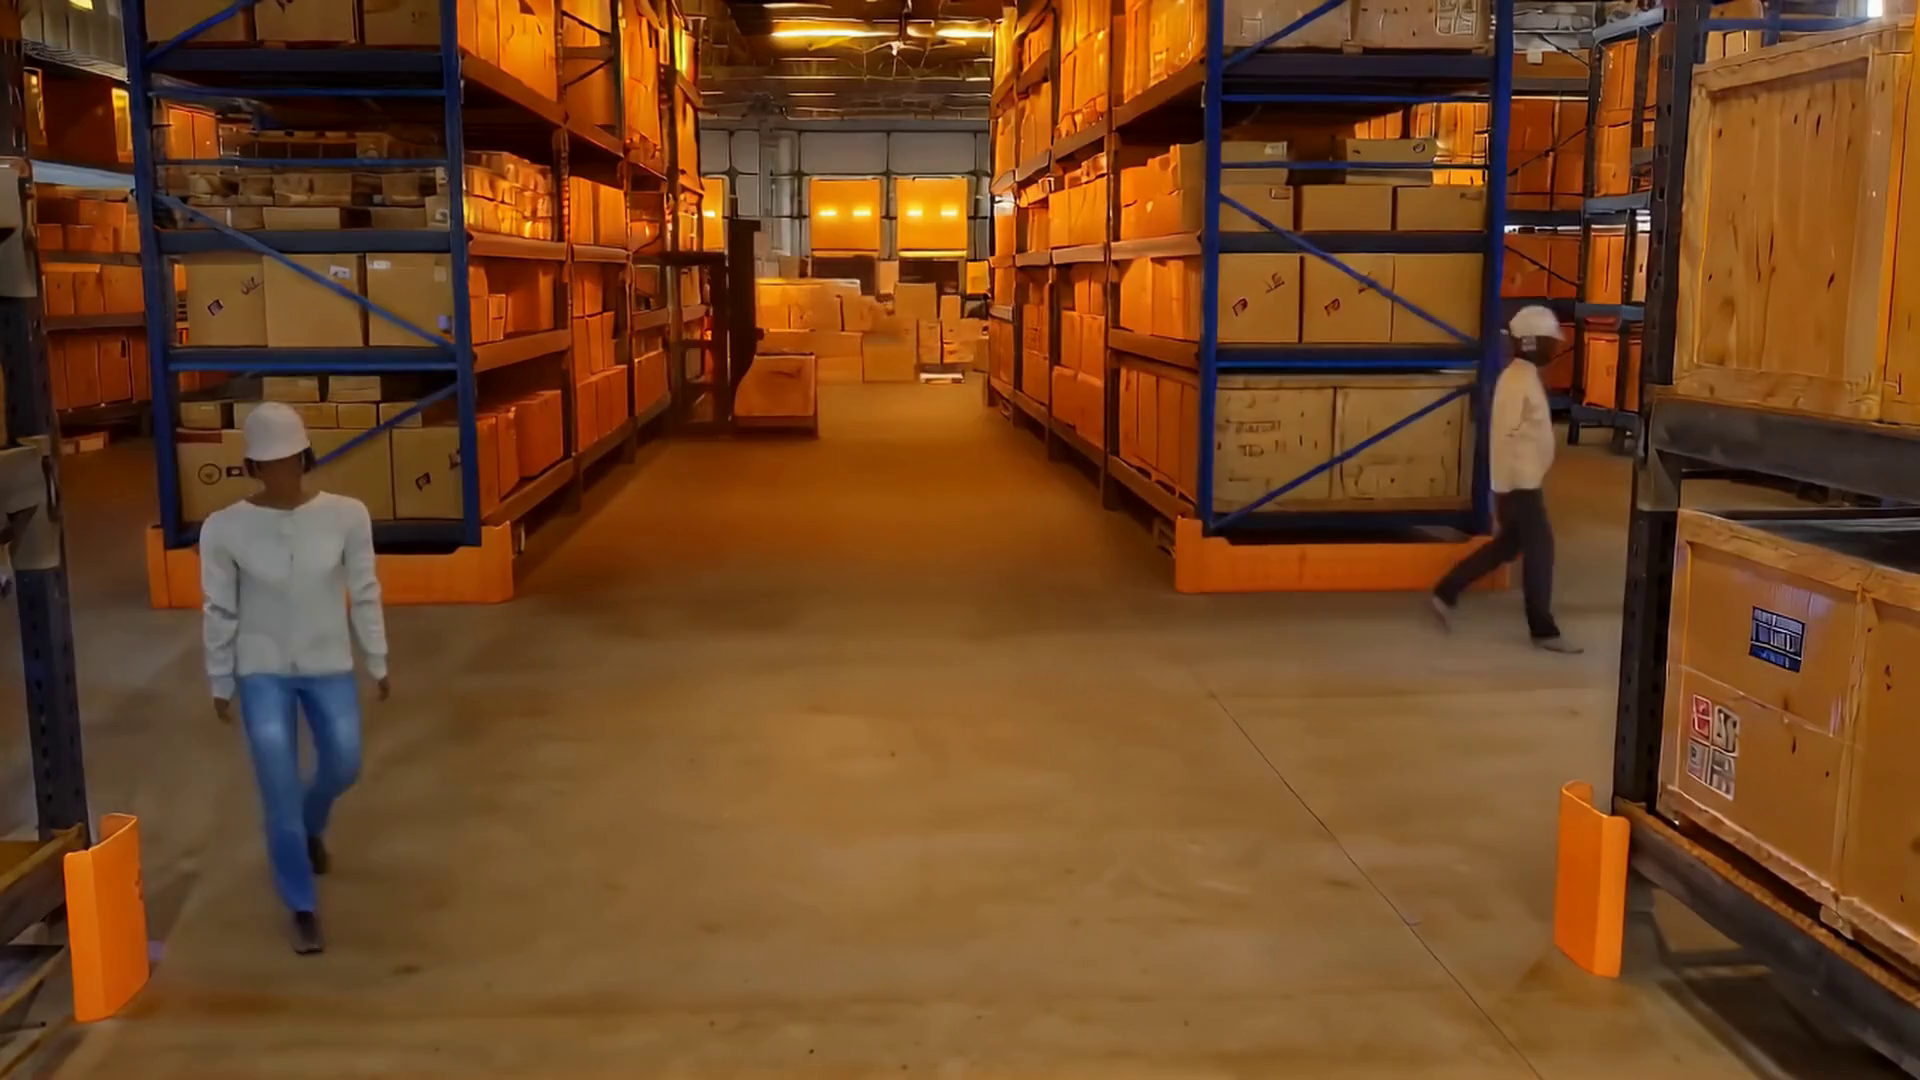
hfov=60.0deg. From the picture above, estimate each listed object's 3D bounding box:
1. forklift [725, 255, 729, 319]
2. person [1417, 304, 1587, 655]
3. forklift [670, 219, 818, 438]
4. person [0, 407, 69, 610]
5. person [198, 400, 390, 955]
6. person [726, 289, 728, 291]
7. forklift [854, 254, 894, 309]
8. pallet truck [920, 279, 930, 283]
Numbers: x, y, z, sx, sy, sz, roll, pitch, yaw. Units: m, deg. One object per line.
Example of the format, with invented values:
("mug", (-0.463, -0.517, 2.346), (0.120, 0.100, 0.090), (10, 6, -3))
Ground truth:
("forklift", (-8.368, -8.713, 59.038), (1.129, 2.768, 1.873), (-1, 9, -4))
("person", (3.078, -0.350, 9.397), (0.902, 1.969, 0.617), (4, 10, 25))
("forklift", (-2.810, -2.761, 21.665), (1.873, 2.768, 1.129), (-1, 9, -4))
("person", (-5.854, -0.329, 10.380), (0.529, 1.605, 0.544), (-3, 9, -16))
("person", (-2.165, 0.399, 5.398), (0.541, 1.737, 0.723), (-6, 11, -32))
("person", (-8.612, -8.553, 61.965), (0.360, 1.629, 0.520), (3, 9, 17))
("forklift", (-3.206, -8.270, 56.257), (1.873, 2.768, 1.129), (5, 10, 27))
("pallet truck", (-0.932, -8.922, 63.114), (1.885, 1.965, 0.823), (2, 9, 13))
